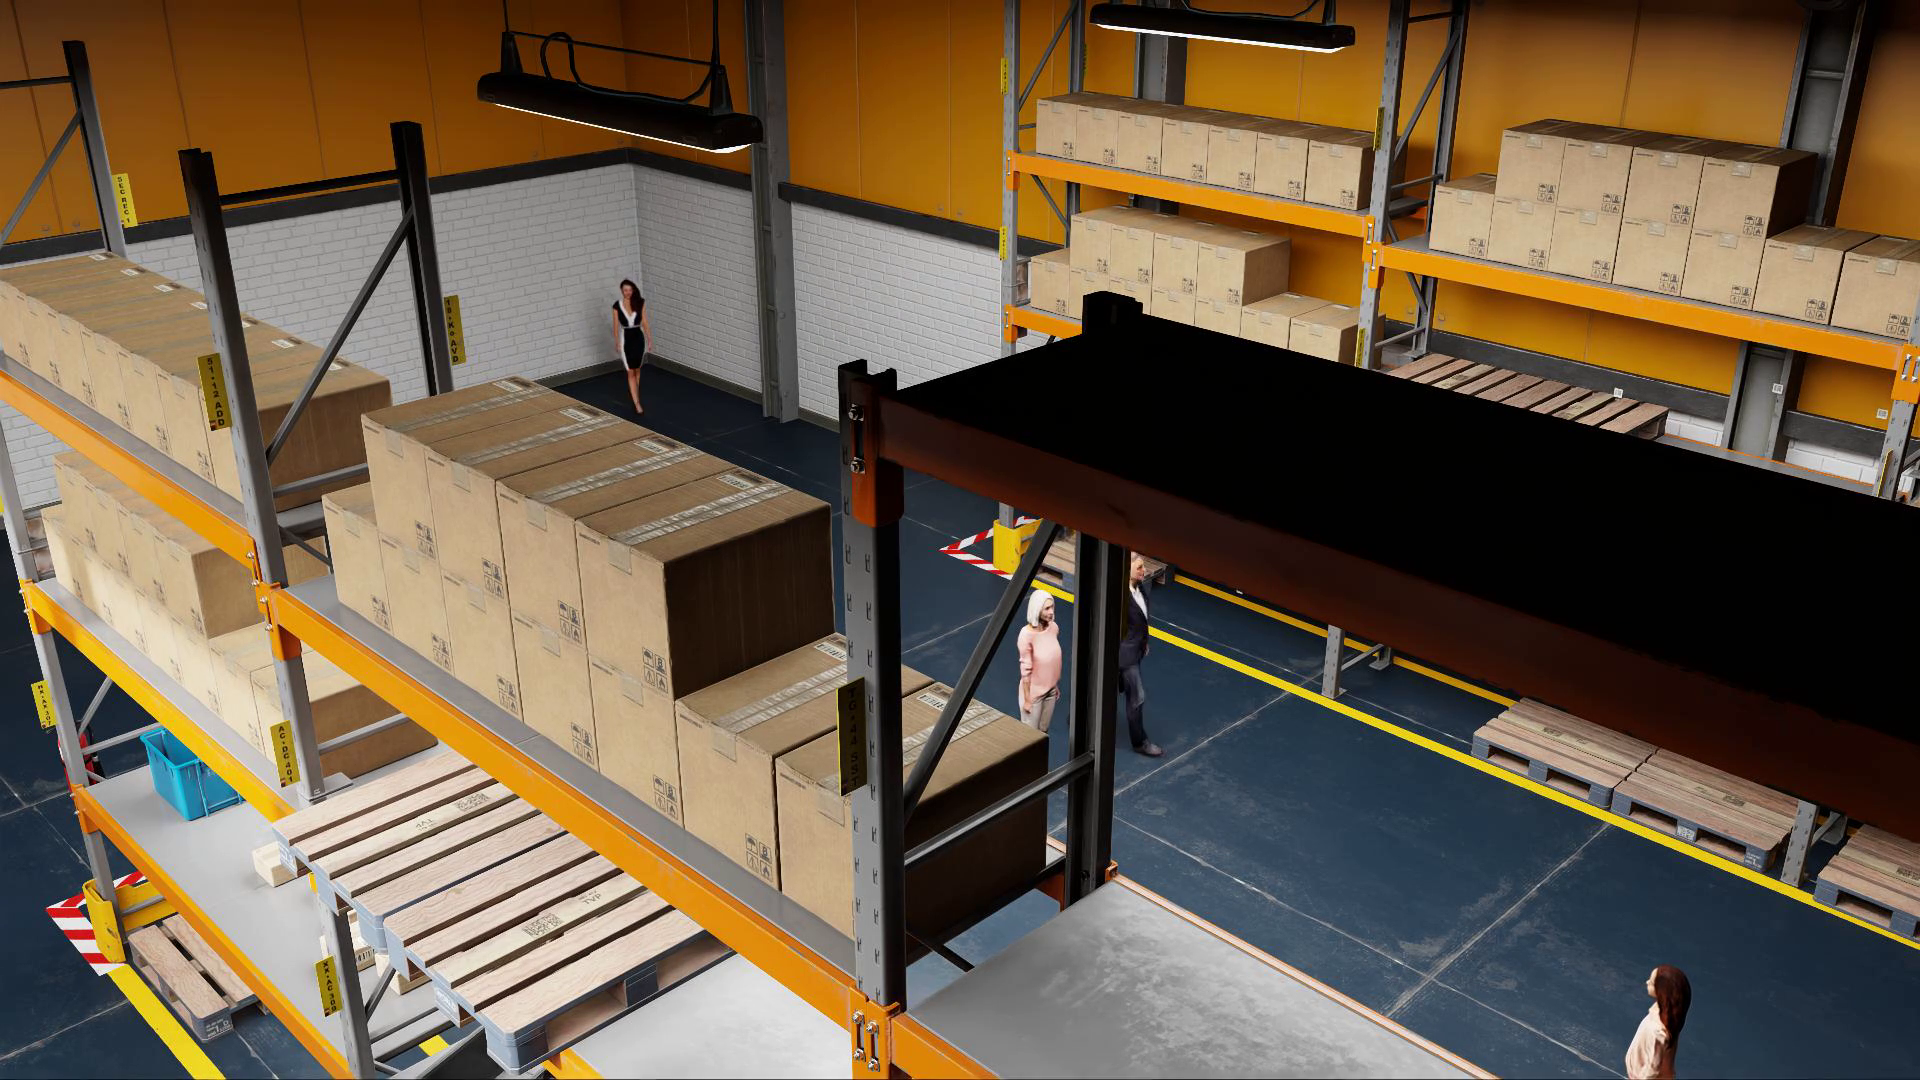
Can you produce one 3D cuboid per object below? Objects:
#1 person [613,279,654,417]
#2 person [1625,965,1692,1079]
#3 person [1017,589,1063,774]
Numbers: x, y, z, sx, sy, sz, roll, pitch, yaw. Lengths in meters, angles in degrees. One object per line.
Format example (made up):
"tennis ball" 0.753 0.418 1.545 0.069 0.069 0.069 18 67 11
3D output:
"person" -4.267 -2.525 21.629 0.872 1.762 1.153 -10 25 -21
"person" 3.856 3.003 9.330 0.592 1.484 0.624 13 27 26
"person" 0.620 1.178 13.203 0.547 1.725 0.617 18 29 36
